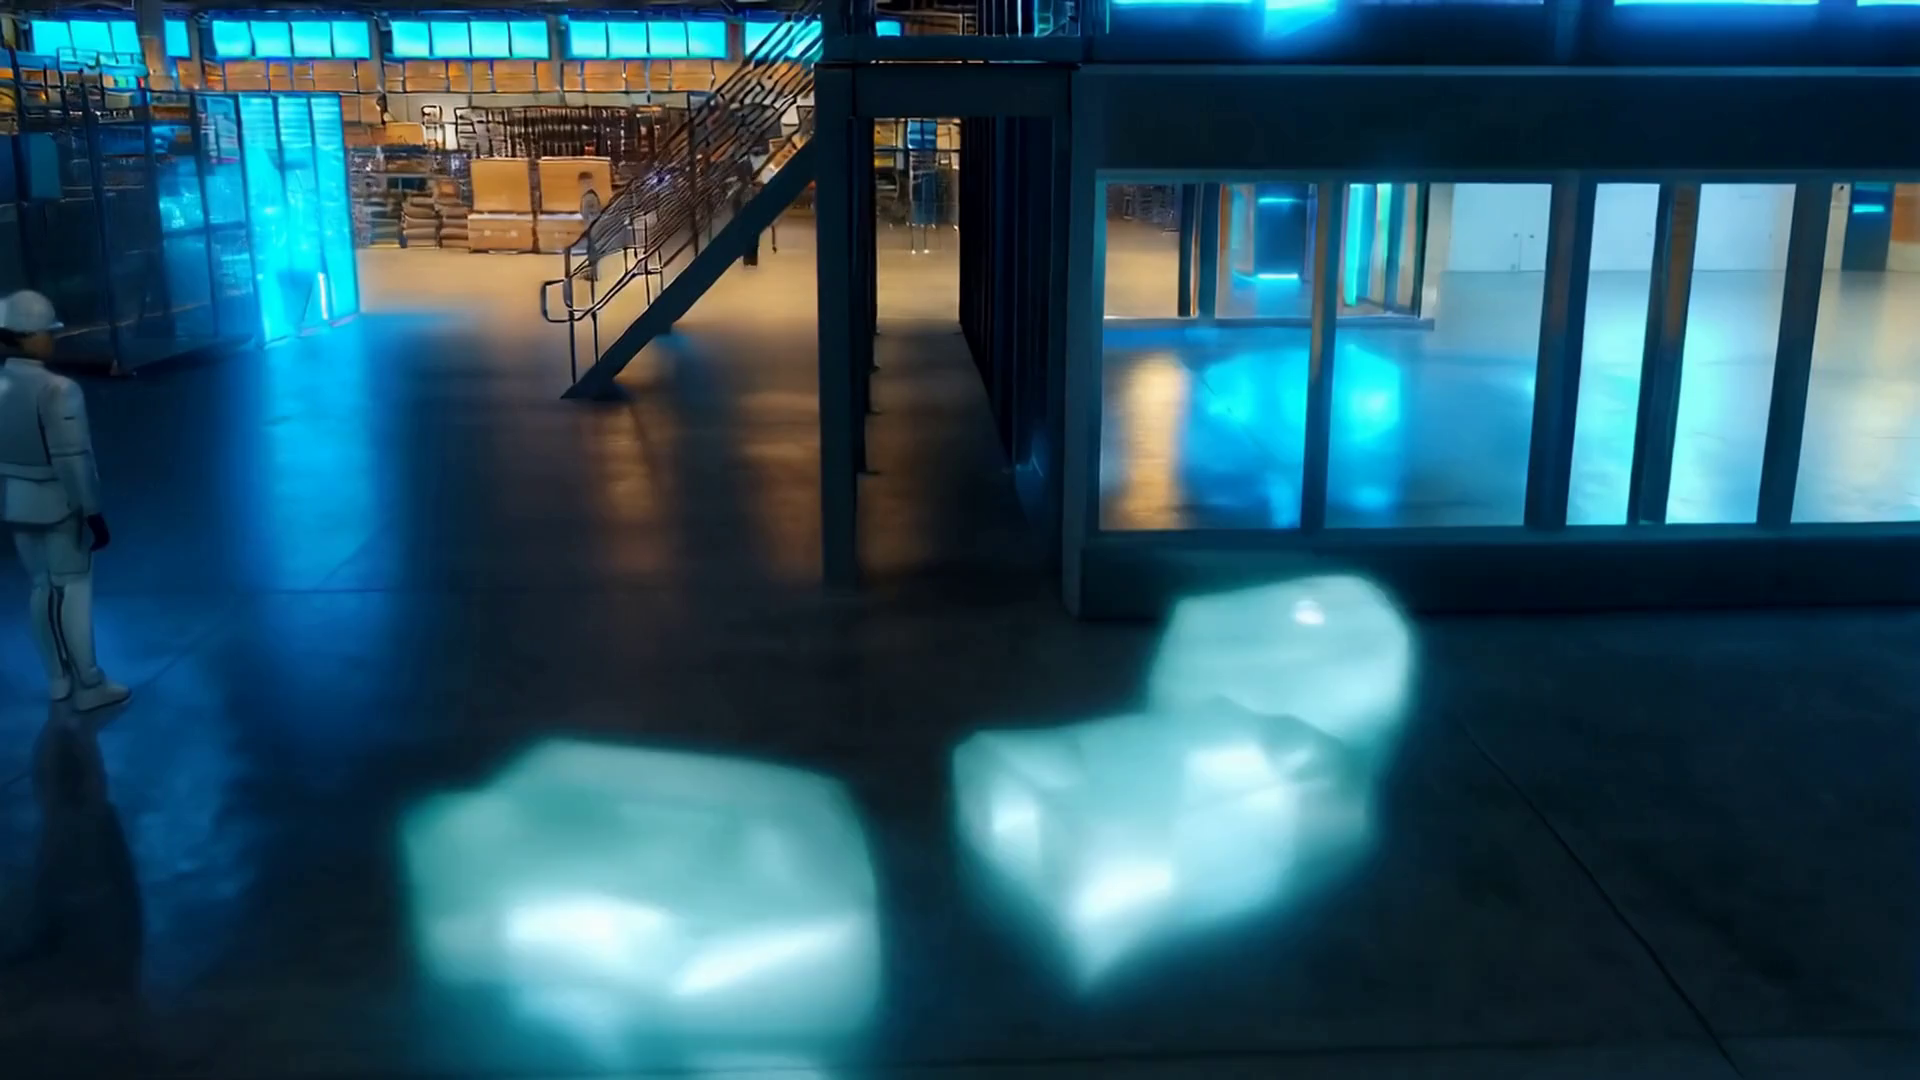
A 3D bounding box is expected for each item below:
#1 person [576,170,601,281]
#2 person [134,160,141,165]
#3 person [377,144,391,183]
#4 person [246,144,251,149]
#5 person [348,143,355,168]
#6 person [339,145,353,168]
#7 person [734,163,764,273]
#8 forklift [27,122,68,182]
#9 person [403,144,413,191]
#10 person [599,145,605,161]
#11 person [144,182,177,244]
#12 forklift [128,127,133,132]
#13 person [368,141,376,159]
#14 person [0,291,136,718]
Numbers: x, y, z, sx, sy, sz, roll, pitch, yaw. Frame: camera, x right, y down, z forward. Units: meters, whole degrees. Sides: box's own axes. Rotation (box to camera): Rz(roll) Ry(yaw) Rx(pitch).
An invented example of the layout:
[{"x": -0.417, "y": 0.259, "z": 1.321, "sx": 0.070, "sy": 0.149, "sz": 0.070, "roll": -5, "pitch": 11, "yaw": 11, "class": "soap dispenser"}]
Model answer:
[{"x": -6.602, "y": -5.587, "z": 29.573, "sx": 0.361, "sy": 1.935, "sz": 0.553, "roll": -2, "pitch": 14, "yaw": -9, "class": "person"}, {"x": -33.138, "y": -14.791, "z": 66.925, "sx": 0.857, "sy": 1.659, "sz": 0.531, "roll": -2, "pitch": 14, "yaw": -10, "class": "person"}, {"x": -27.189, "y": -17.769, "z": 78.568, "sx": 0.979, "sy": 1.789, "sz": 0.573, "roll": 12, "pitch": 19, "yaw": 40, "class": "person"}, {"x": -36.670, "y": -19.543, "z": 85.818, "sx": 0.891, "sy": 1.703, "sz": 0.591, "roll": 12, "pitch": 18, "yaw": 39, "class": "person"}, {"x": -32.284, "y": -20.142, "z": 88.141, "sx": 0.487, "sy": 1.744, "sz": 0.314, "roll": -8, "pitch": 16, "yaw": -30, "class": "person"}, {"x": -27.427, "y": -16.758, "z": 74.427, "sx": 0.589, "sy": 1.837, "sz": 0.404, "roll": 1, "pitch": 14, "yaw": 6, "class": "person"}, {"x": -3.828, "y": -6.025, "z": 31.115, "sx": 0.682, "sy": 2.000, "sz": 0.705, "roll": 5, "pitch": 15, "yaw": 17, "class": "person"}, {"x": -35.376, "y": -14.773, "z": 64.377, "sx": 1.129, "sy": 2.768, "sz": 1.873, "roll": -1, "pitch": 14, "yaw": -2, "class": "forklift"}, {"x": -22.371, "y": -15.061, "z": 67.418, "sx": 0.388, "sy": 1.947, "sz": 0.615, "roll": -9, "pitch": 17, "yaw": -32, "class": "person"}, {"x": -18.392, "y": -19.654, "z": 86.065, "sx": 0.591, "sy": 1.815, "sz": 0.640, "roll": -2, "pitch": 14, "yaw": -10, "class": "person"}, {"x": -11.697, "y": -4.243, "z": 24.214, "sx": 0.627, "sy": 1.934, "sz": 0.372, "roll": -12, "pitch": 18, "yaw": -40, "class": "person"}, {"x": -38.059, "y": -18.018, "z": 77.347, "sx": 1.129, "sy": 2.768, "sz": 1.873, "roll": -1, "pitch": 14, "yaw": -2, "class": "forklift"}, {"x": -29.830, "y": -19.294, "z": 84.444, "sx": 0.402, "sy": 1.908, "sz": 0.650, "roll": -4, "pitch": 15, "yaw": -17, "class": "person"}, {"x": -4.249, "y": -0.156, "z": 7.752, "sx": 0.622, "sy": 1.992, "sz": 0.396, "roll": 3, "pitch": 14, "yaw": 13, "class": "person"}]
